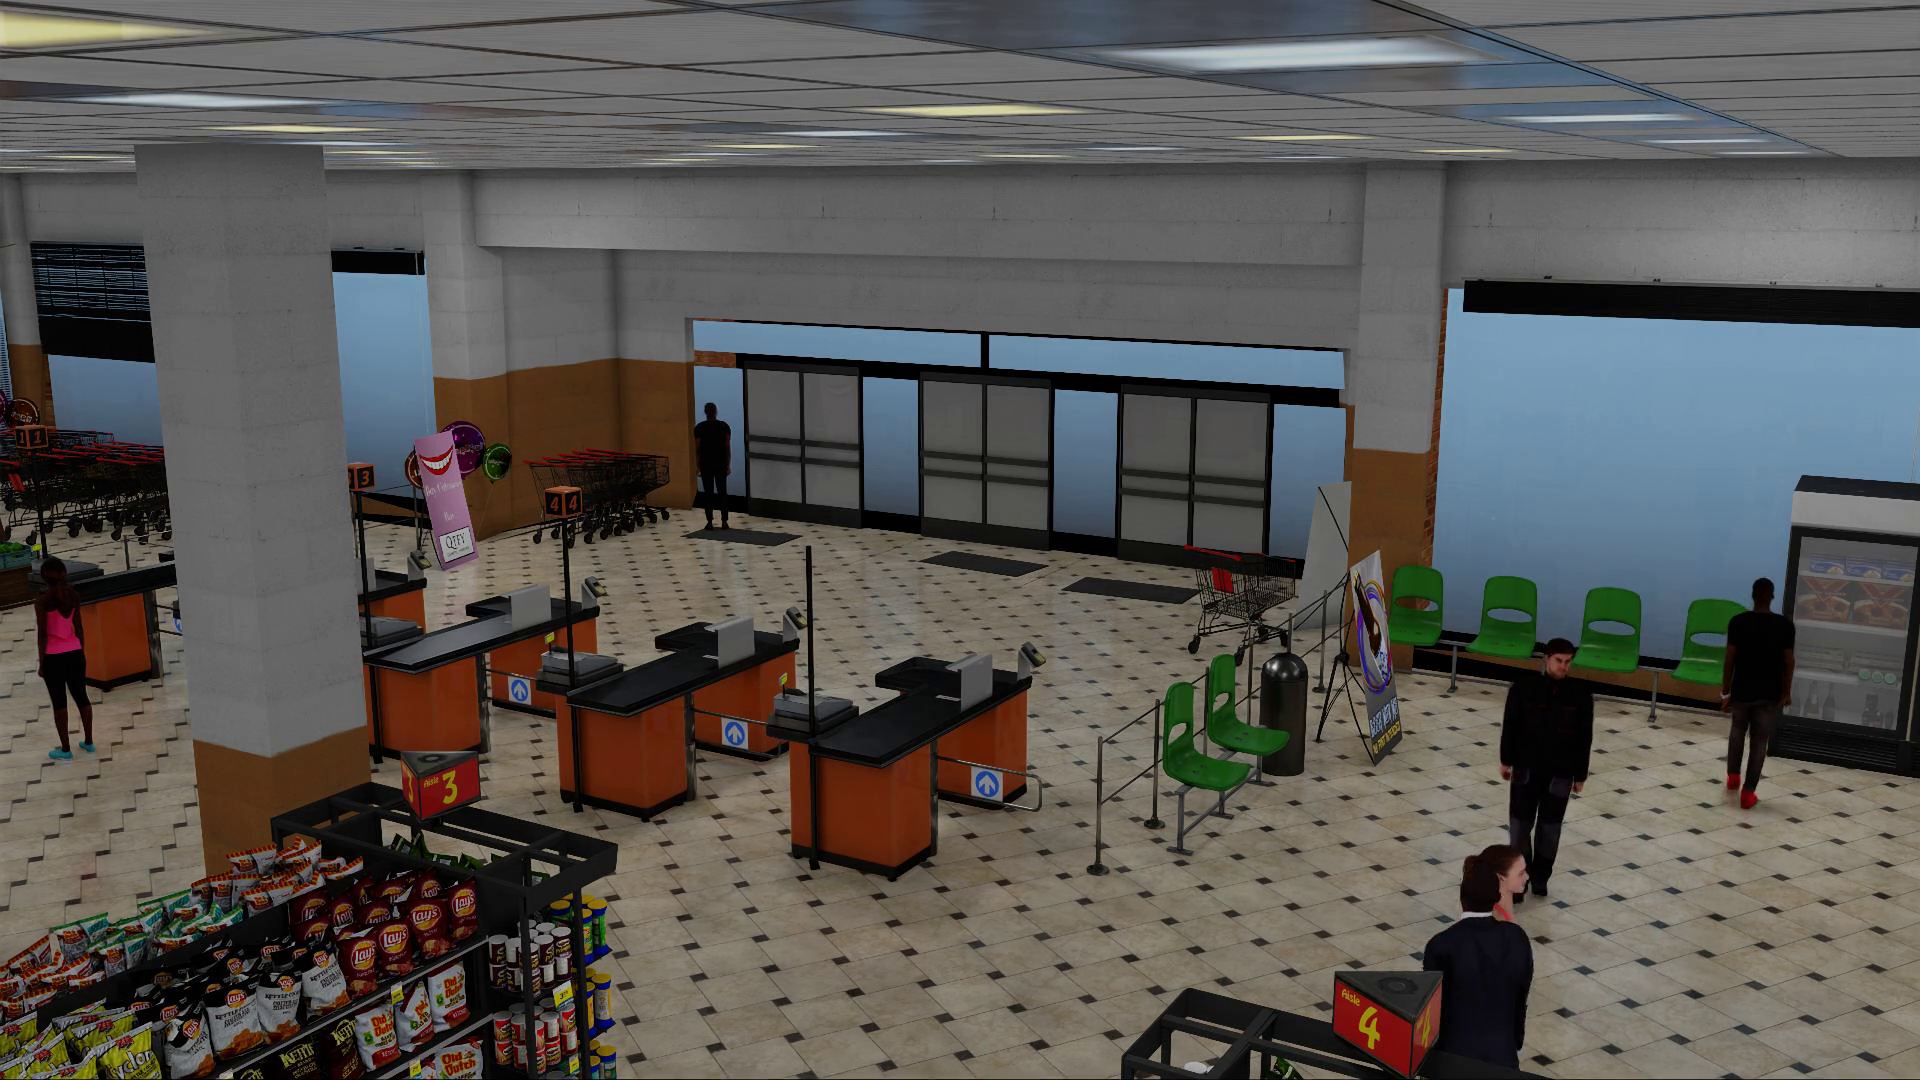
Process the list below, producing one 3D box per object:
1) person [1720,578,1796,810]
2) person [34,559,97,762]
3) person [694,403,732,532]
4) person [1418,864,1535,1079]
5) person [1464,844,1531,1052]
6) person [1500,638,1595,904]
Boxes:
[{"bbox_3d":[6.160,1.206,12.890,0.650,1.784,0.824,8,14,32],"label":"person"},{"bbox_3d":[-7.572,0.996,14.038,0.620,1.723,0.482,7,14,31],"label":"person"},{"bbox_3d":[-3.473,-1.033,23.446,0.741,1.818,0.789,-3,12,-12],"label":"person"},{"bbox_3d":[2.305,2.371,7.379,1.147,1.775,1.335,-1,12,-4],"label":"person"},{"bbox_3d":[2.536,2.271,7.910,0.692,1.752,0.578,2,12,11],"label":"person"},{"bbox_3d":[3.957,1.528,11.275,0.823,1.821,0.843,3,12,16],"label":"person"}]
